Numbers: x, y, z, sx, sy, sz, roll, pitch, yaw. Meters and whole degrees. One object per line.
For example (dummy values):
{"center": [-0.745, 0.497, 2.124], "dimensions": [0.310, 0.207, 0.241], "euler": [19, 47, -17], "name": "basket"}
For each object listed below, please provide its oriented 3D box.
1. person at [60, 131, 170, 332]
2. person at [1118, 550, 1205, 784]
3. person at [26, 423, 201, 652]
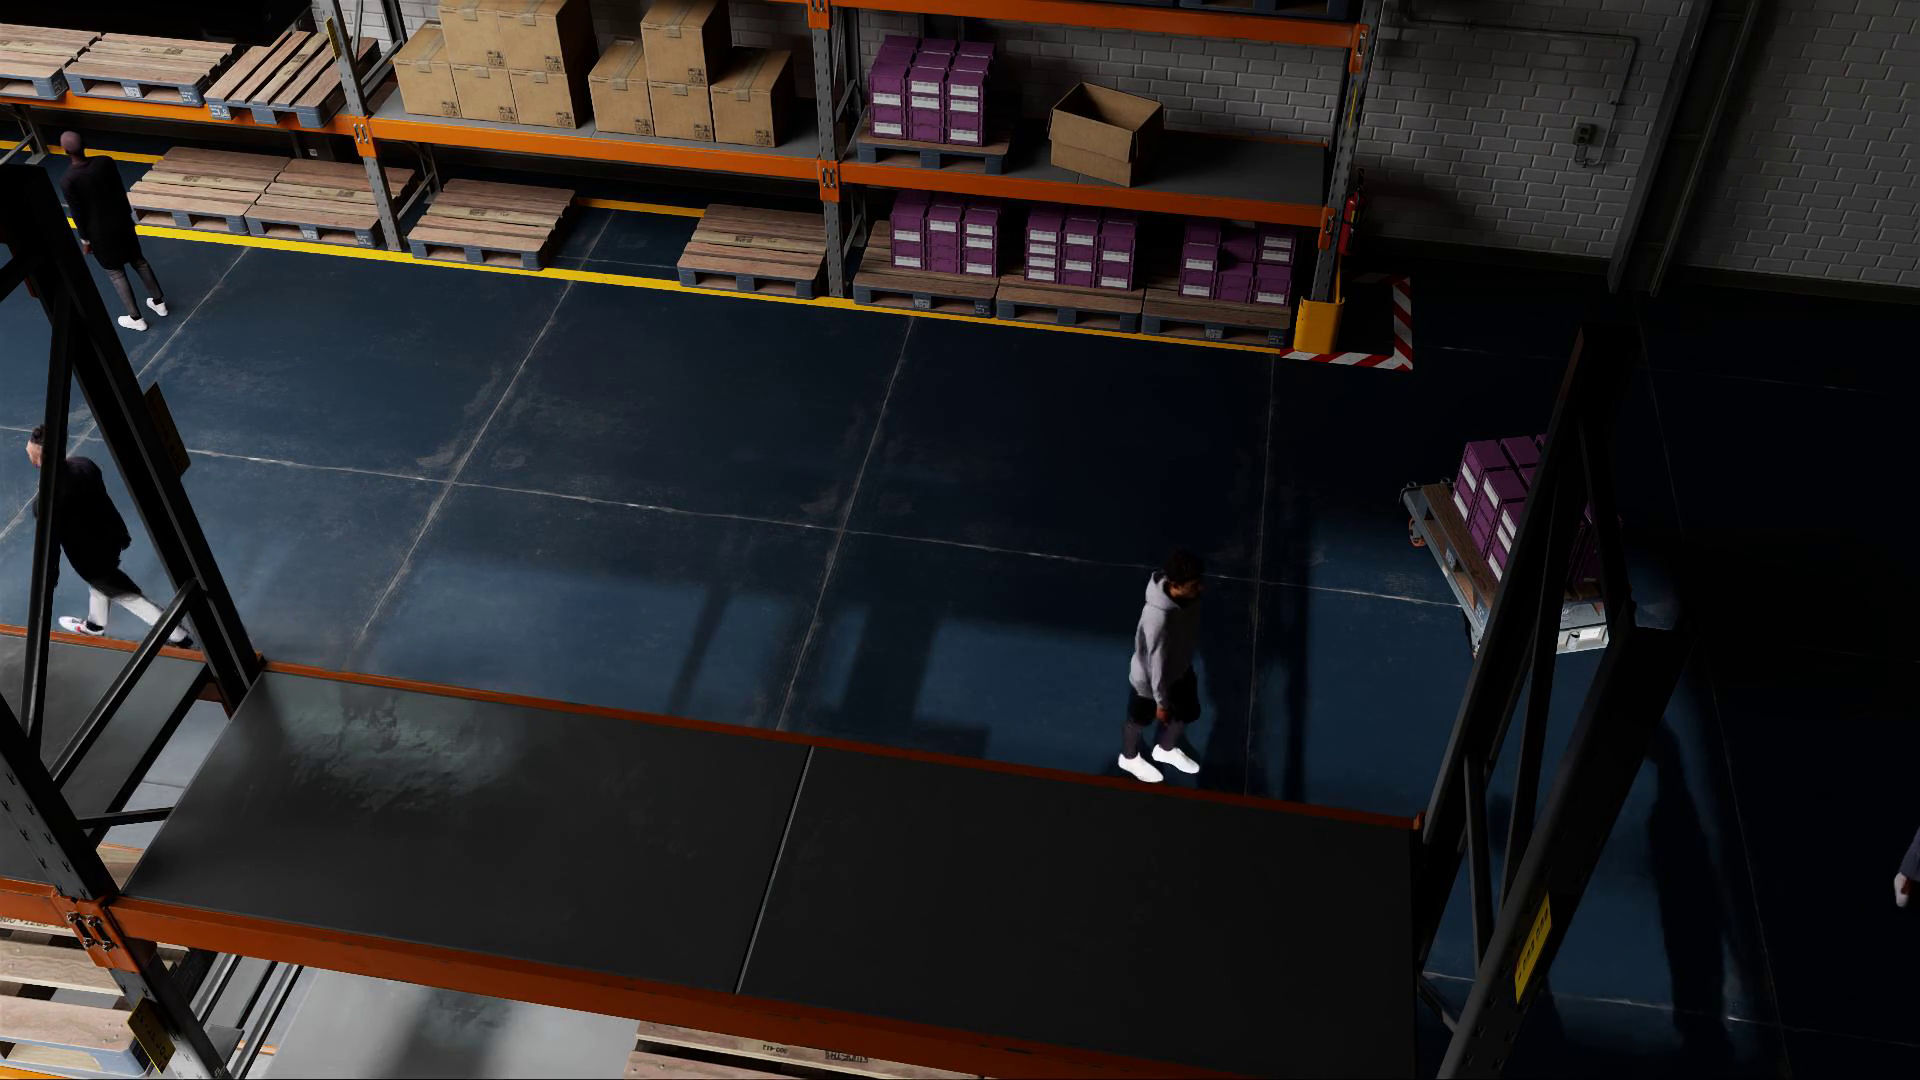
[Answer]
{"center": [-6.818, -2.489, 13.338], "dimensions": [0.685, 1.761, 0.716], "euler": [23, 48, 22], "name": "person"}
{"center": [1.100, 0.740, 9.841], "dimensions": [0.856, 1.909, 0.827], "euler": [28, 50, 26], "name": "person"}
{"center": [-5.393, 0.080, 10.542], "dimensions": [1.221, 1.899, 0.769], "euler": [4, 44, 4], "name": "person"}
